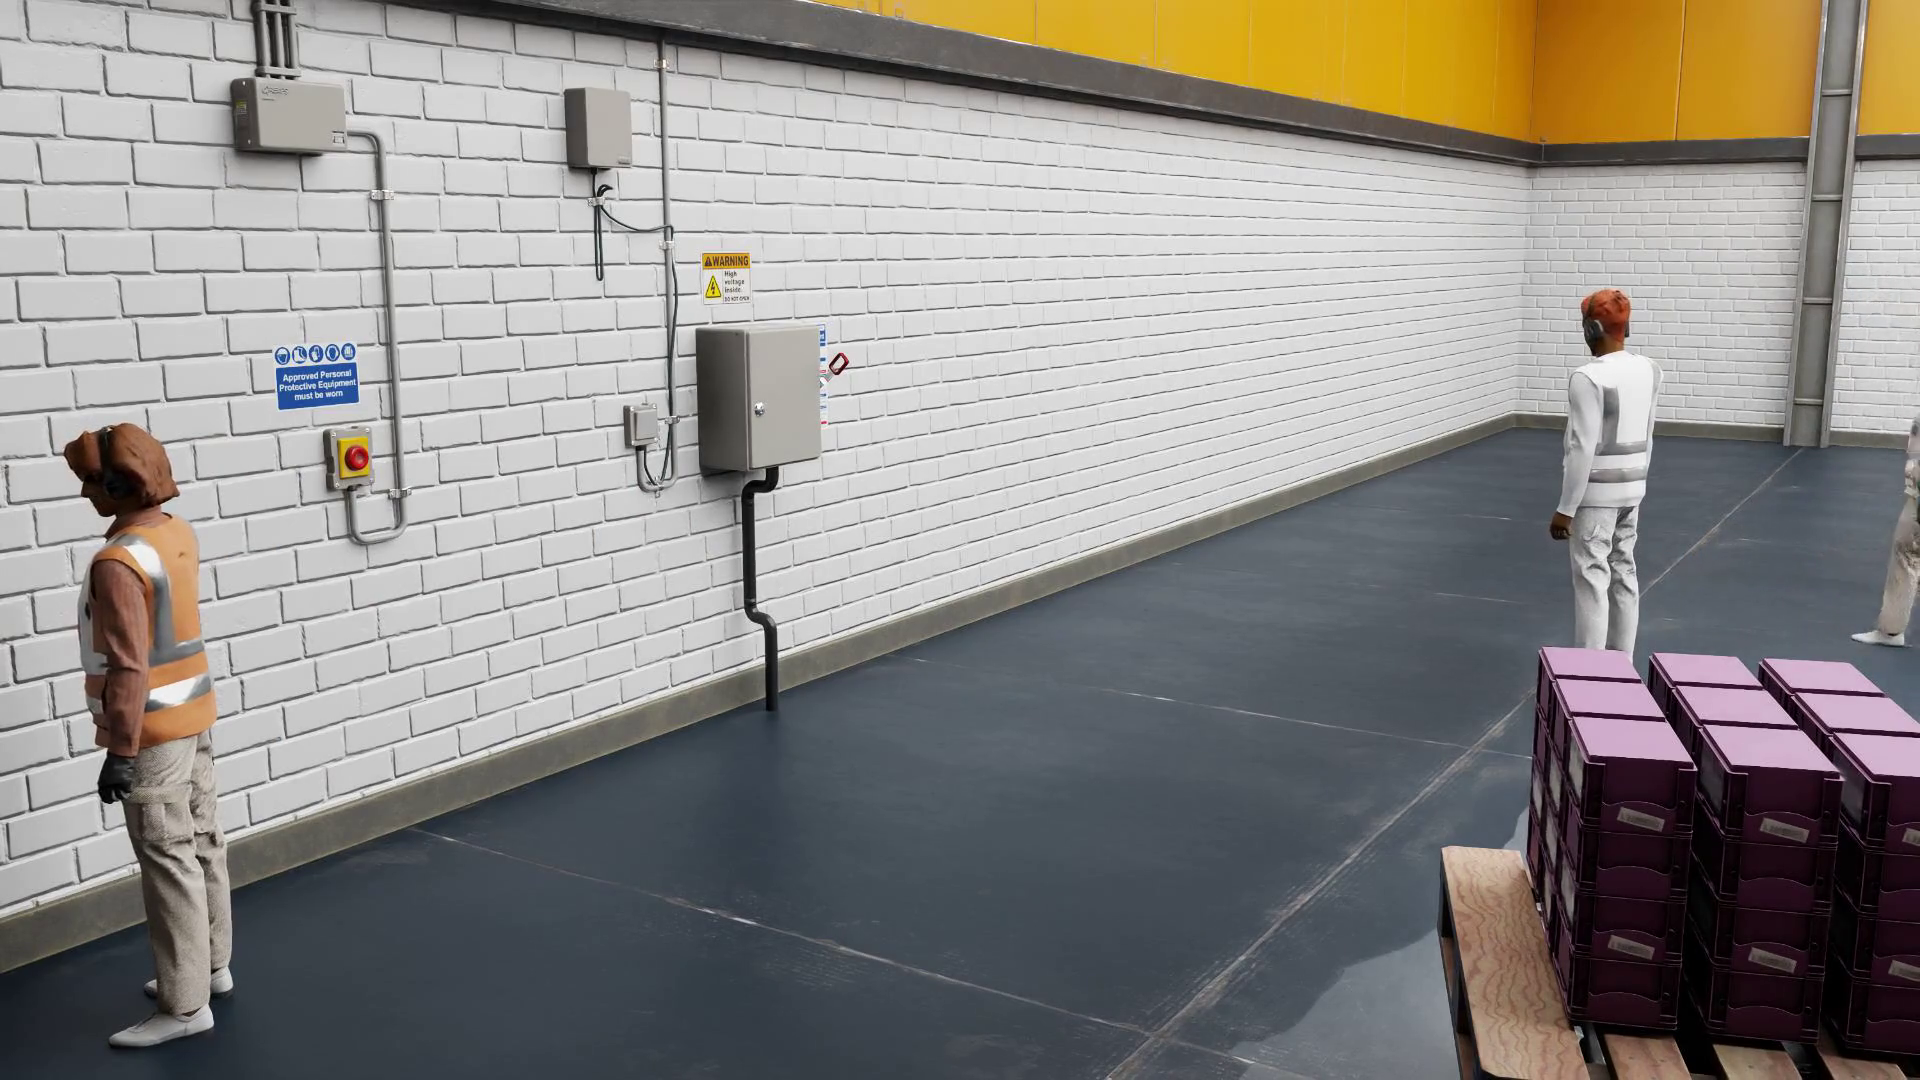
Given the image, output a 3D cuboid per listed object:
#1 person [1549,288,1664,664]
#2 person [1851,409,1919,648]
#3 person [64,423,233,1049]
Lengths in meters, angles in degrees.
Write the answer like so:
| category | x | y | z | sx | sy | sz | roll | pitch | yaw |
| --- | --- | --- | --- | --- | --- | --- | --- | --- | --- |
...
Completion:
| category | x | y | z | sx | sy | sz | roll | pitch | yaw |
| --- | --- | --- | --- | --- | --- | --- | --- | --- | --- |
| person | 2.898 | -0.185 | 7.522 | 0.573 | 1.887 | 0.355 | -7 | 12 | -35 |
| person | 4.998 | -0.213 | 8.406 | 0.519 | 1.616 | 0.689 | -8 | 13 | -37 |
| person | -2.116 | 0.507 | 4.373 | 0.309 | 1.640 | 0.513 | -1 | 10 | -8 |
